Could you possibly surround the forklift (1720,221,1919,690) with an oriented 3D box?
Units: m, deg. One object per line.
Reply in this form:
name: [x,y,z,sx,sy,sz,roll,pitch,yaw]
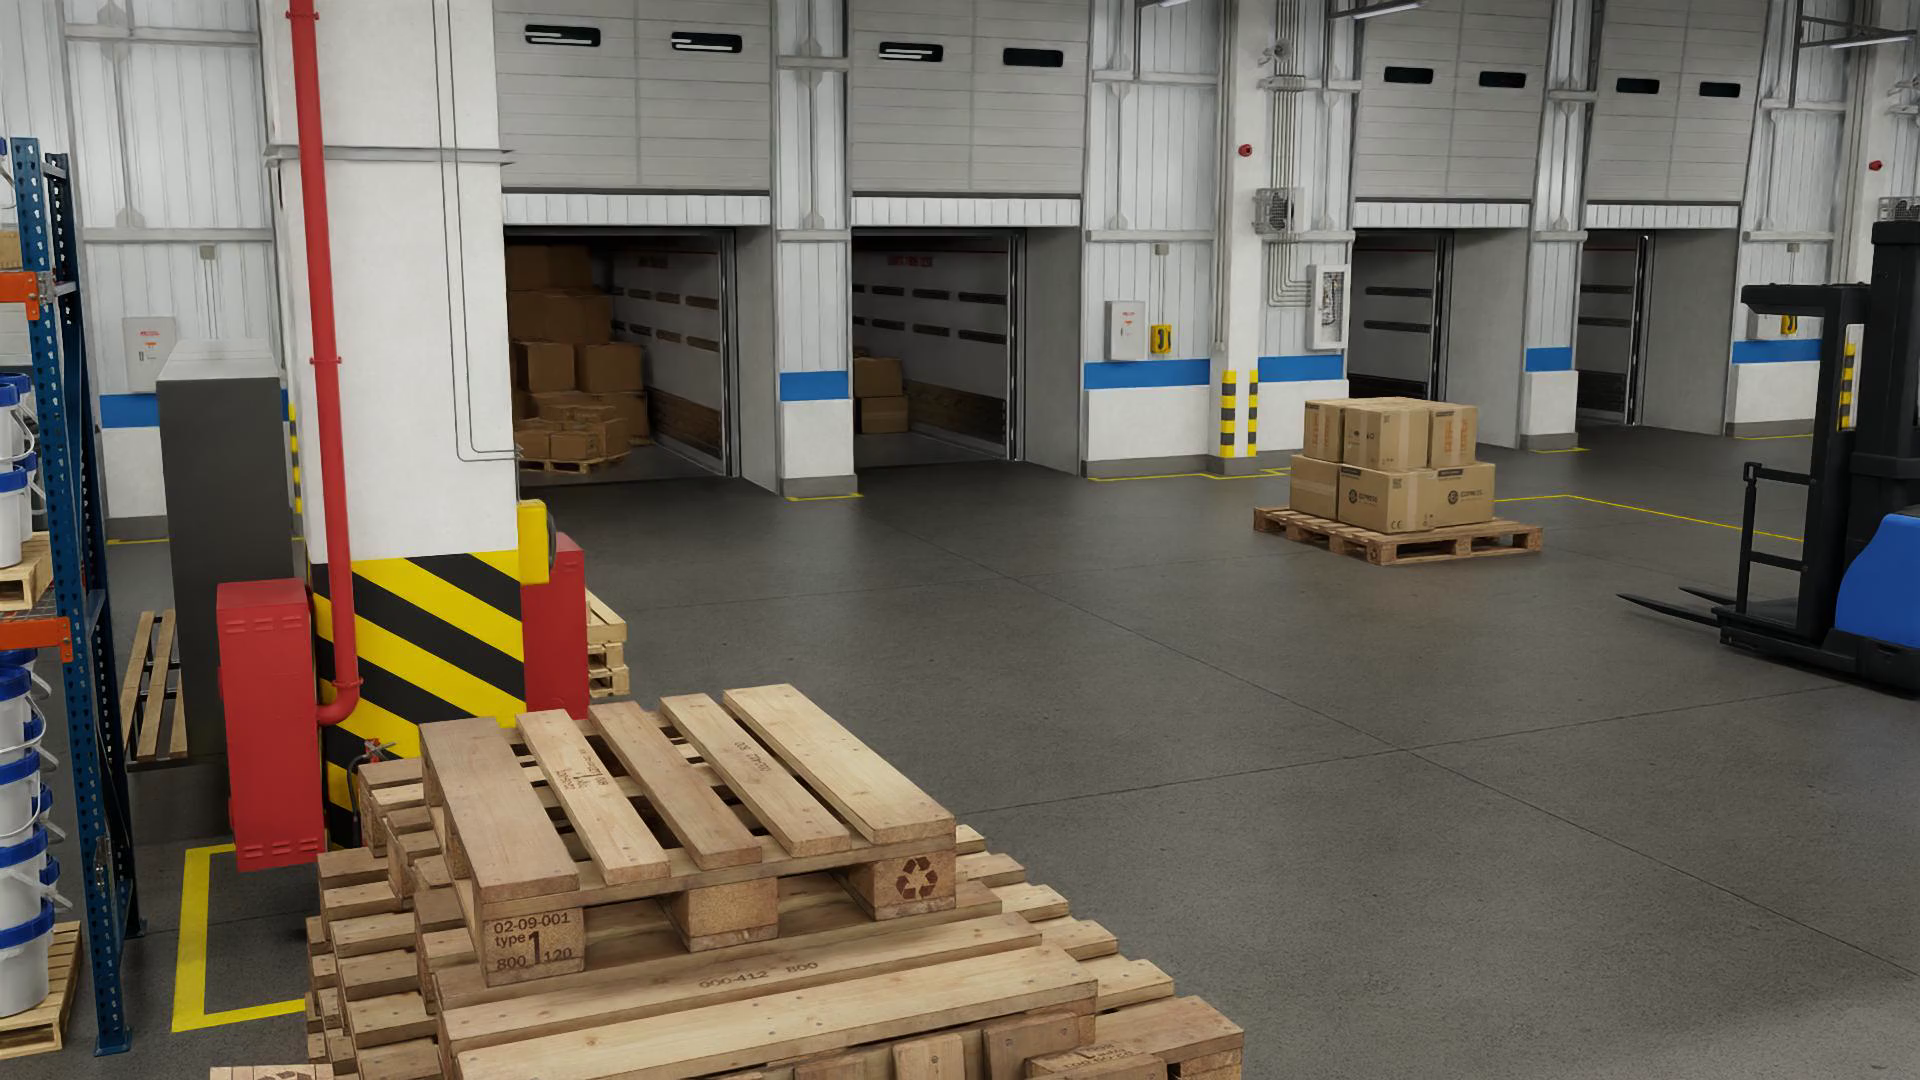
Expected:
forklift: [5.949,-0.550,10.218,1.129,2.768,1.873,-4,11,-23]
